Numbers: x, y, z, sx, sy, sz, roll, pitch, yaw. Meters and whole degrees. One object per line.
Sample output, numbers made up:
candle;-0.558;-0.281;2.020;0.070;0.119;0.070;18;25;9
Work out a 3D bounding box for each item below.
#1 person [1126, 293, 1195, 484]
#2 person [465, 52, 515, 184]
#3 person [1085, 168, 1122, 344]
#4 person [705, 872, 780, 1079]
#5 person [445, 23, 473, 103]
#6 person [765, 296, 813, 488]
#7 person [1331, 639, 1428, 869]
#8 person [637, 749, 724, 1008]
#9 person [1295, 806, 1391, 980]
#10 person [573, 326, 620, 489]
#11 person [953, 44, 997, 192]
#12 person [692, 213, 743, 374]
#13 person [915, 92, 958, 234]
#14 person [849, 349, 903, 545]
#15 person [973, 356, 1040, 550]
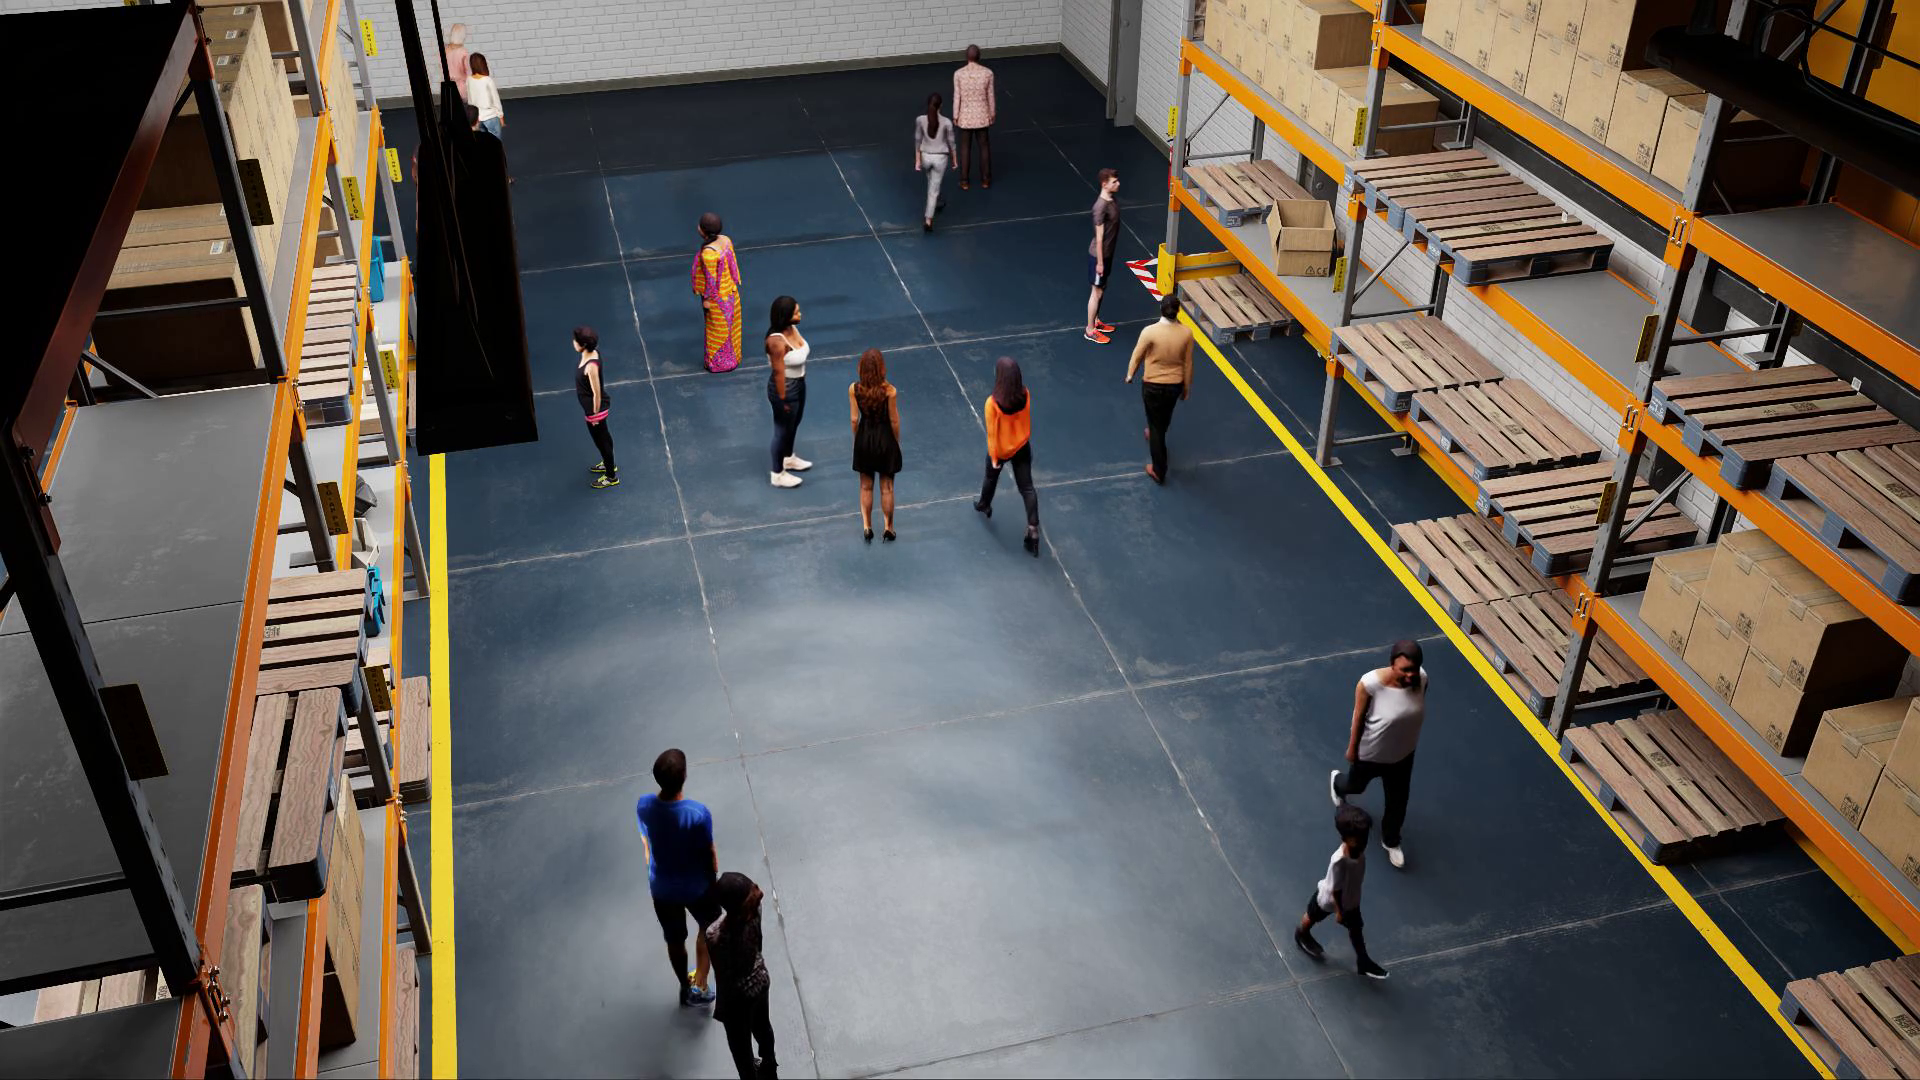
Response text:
person;1.838;-1.319;14.878;0.660;1.718;1.009;-10;35;-14
person;-5.942;-5.281;20.870;0.701;1.683;0.739;14;36;20
person;1.476;-2.965;17.234;0.791;1.851;0.683;10;35;15
person;-1.198;2.473;9.176;0.743;1.714;0.678;16;37;23
person;-6.556;-5.843;21.710;0.897;1.690;1.026;8;34;11
person;-1.563;-1.341;14.832;0.798;1.806;0.693;7;34;11
person;2.782;1.309;10.975;0.656;1.661;1.017;-7;34;-11
person;-1.659;2.066;9.665;0.751;1.852;0.826;5;34;7
person;2.263;2.111;10.165;0.744;1.223;0.934;-27;42;-34
person;-3.257;-1.214;14.869;0.613;1.552;0.454;-6;34;-9
person;0.174;-5.267;20.736;0.726;1.808;0.639;-3;34;-5
person;-2.465;-2.524;16.719;0.822;1.686;0.737;7;34;11
person;-0.324;-4.383;19.576;1.010;1.620;1.194;10;35;14
person;-0.707;-0.770;13.945;0.652;1.835;0.647;4;34;7
person;0.474;-0.701;13.967;0.839;1.696;1.197;-18;38;-25
